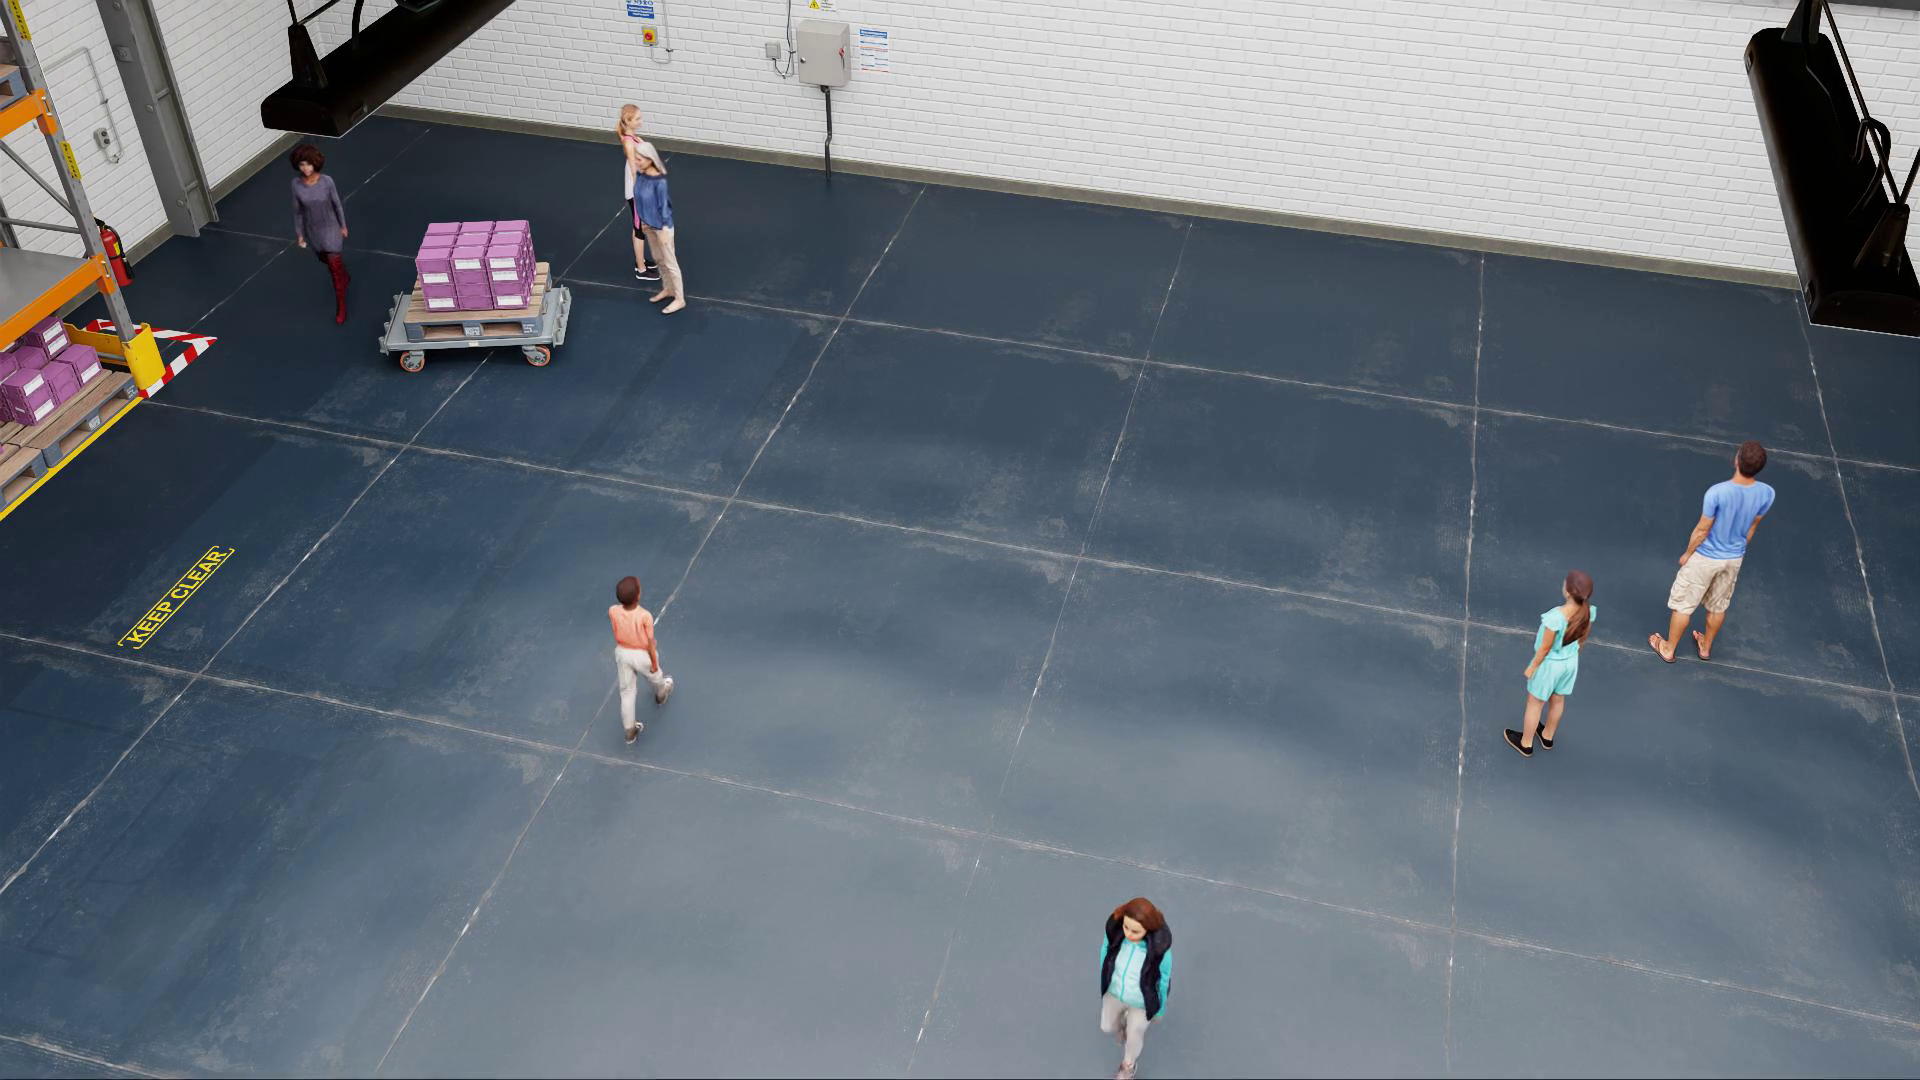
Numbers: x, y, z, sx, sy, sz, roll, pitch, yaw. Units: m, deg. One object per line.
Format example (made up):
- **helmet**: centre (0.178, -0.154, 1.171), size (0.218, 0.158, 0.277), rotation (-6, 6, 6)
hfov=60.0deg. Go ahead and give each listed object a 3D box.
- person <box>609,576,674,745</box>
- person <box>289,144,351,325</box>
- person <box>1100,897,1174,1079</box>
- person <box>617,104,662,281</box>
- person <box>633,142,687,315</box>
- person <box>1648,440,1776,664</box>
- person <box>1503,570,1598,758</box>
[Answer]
- **person**: centre (-2.241, 0.823, 11.345), size (0.514, 1.285, 0.888), rotation (8, 39, 10)
- **person**: centre (-6.034, -2.958, 15.767), size (0.856, 1.677, 1.178), rotation (-3, 39, -4)
- **person**: centre (0.983, 2.436, 9.162), size (0.652, 1.491, 0.746), rotation (19, 42, 22)
- **person**: centre (-3.153, -3.403, 16.237), size (0.741, 1.786, 0.601), rotation (-6, 39, -7)
- **person**: centre (-2.854, -2.986, 15.786), size (0.737, 1.697, 0.713), rotation (-30, 47, -32)
- **person**: centre (5.370, 0.098, 11.791), size (0.711, 1.864, 0.675), rotation (-3, 39, -3)
- **person**: centre (3.986, 0.817, 11.134), size (0.650, 1.559, 0.693), rotation (-12, 40, -14)
